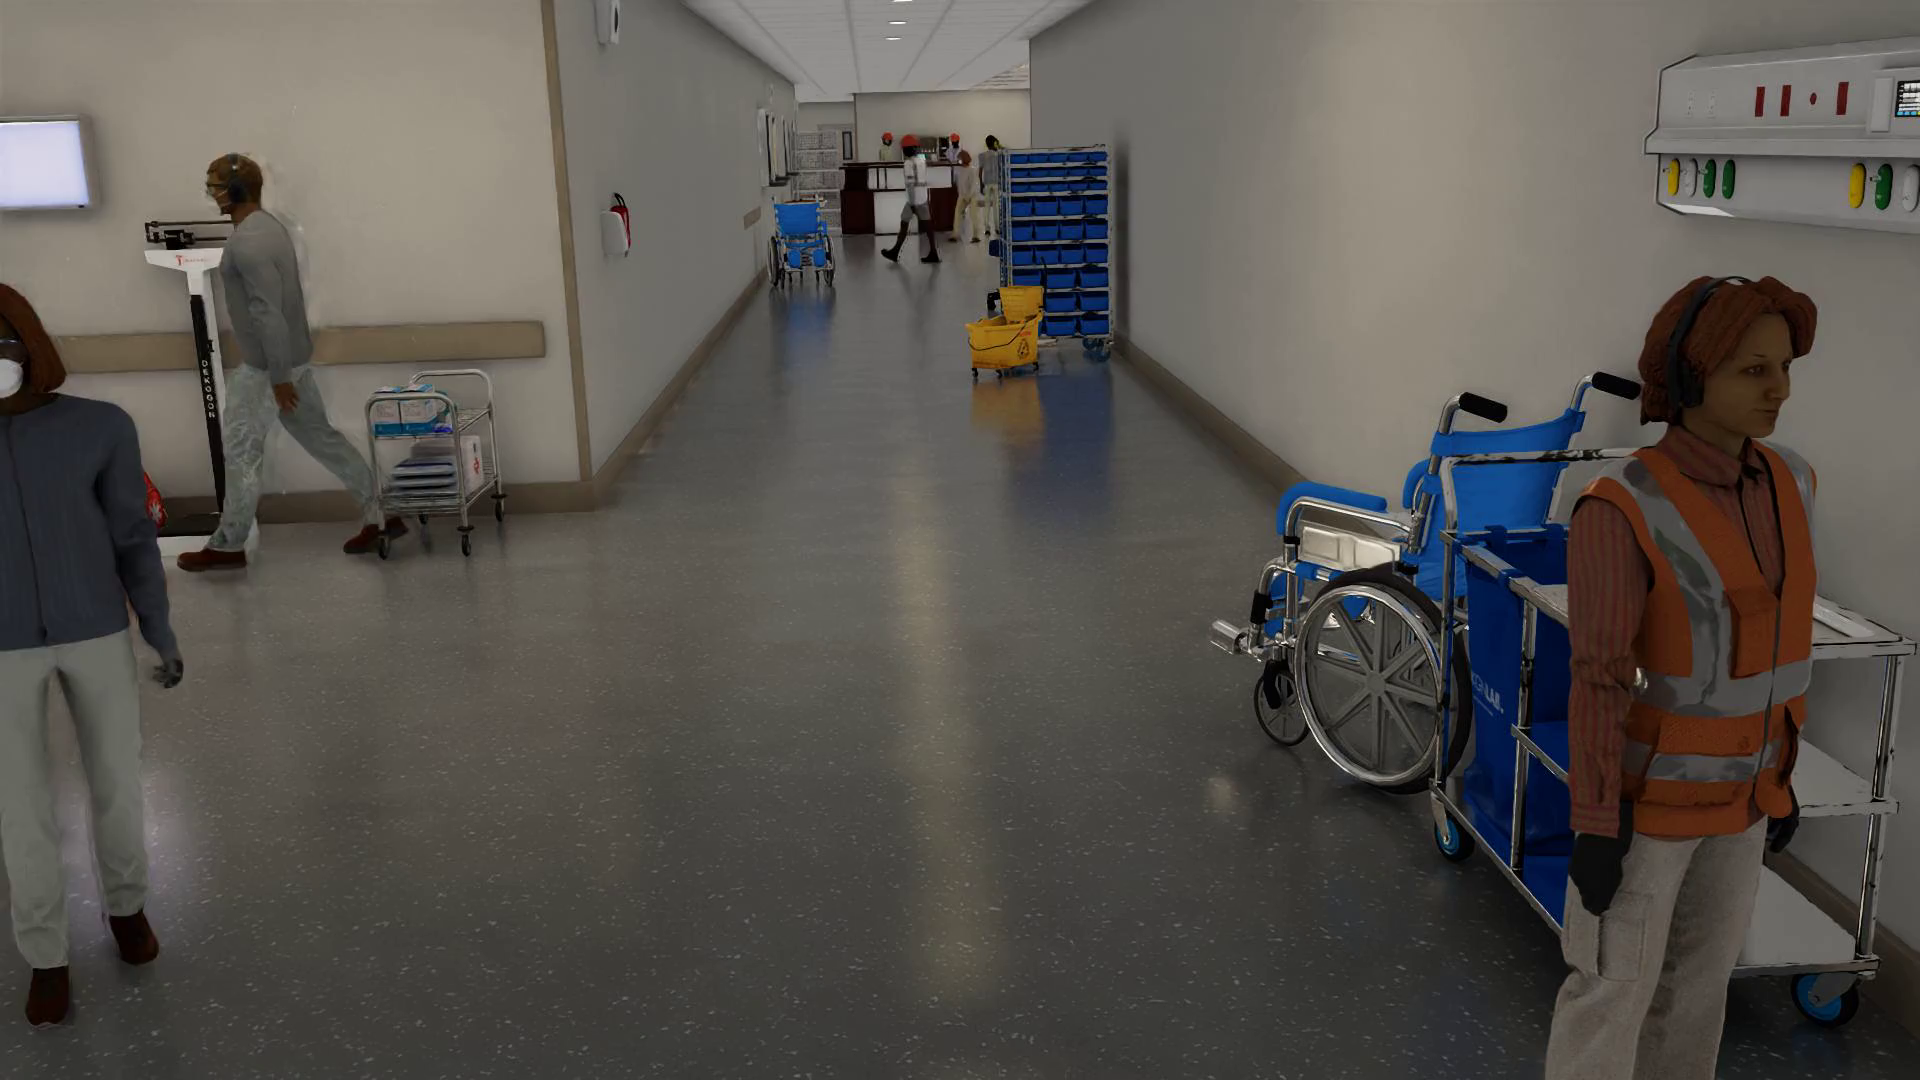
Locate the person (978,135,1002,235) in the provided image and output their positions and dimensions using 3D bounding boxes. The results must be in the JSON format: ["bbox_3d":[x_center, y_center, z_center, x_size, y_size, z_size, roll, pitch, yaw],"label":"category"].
[{"bbox_3d":[0.612,-6.662,31.267,0.507,1.865,0.329,2,14,15],"label":"person"}]

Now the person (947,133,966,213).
[{"bbox_3d":[-0.092,-8.946,40.600,0.545,1.929,0.390,5,15,27],"label":"person"}]

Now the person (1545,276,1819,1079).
[{"bbox_3d":[1.124,0.412,2.595,0.525,1.639,0.307,-10,16,-31],"label":"person"}]

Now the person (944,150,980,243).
[{"bbox_3d":[0.043,-5.982,29.084,0.502,1.604,0.769,12,19,44],"label":"person"}]

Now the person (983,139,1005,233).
[{"bbox_3d":[0.718,-6.723,31.608,0.542,1.813,0.960,0,14,5],"label":"person"}]

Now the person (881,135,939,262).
[{"bbox_3d":[-0.744,-5.132,25.077,0.983,1.886,0.566,7,16,32],"label":"person"}]

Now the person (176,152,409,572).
[{"bbox_3d":[-3.124,-0.813,7.620,0.991,1.897,0.657,-5,14,-12],"label":"person"}]

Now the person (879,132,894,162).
[{"bbox_3d":[-1.740,-8.775,39.966,0.393,1.986,0.610,-6,14,-19],"label":"person"}]

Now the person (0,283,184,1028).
[{"bbox_3d":[-2.031,0.247,3.718,0.517,1.637,0.444,-11,16,-32],"label":"person"}]
